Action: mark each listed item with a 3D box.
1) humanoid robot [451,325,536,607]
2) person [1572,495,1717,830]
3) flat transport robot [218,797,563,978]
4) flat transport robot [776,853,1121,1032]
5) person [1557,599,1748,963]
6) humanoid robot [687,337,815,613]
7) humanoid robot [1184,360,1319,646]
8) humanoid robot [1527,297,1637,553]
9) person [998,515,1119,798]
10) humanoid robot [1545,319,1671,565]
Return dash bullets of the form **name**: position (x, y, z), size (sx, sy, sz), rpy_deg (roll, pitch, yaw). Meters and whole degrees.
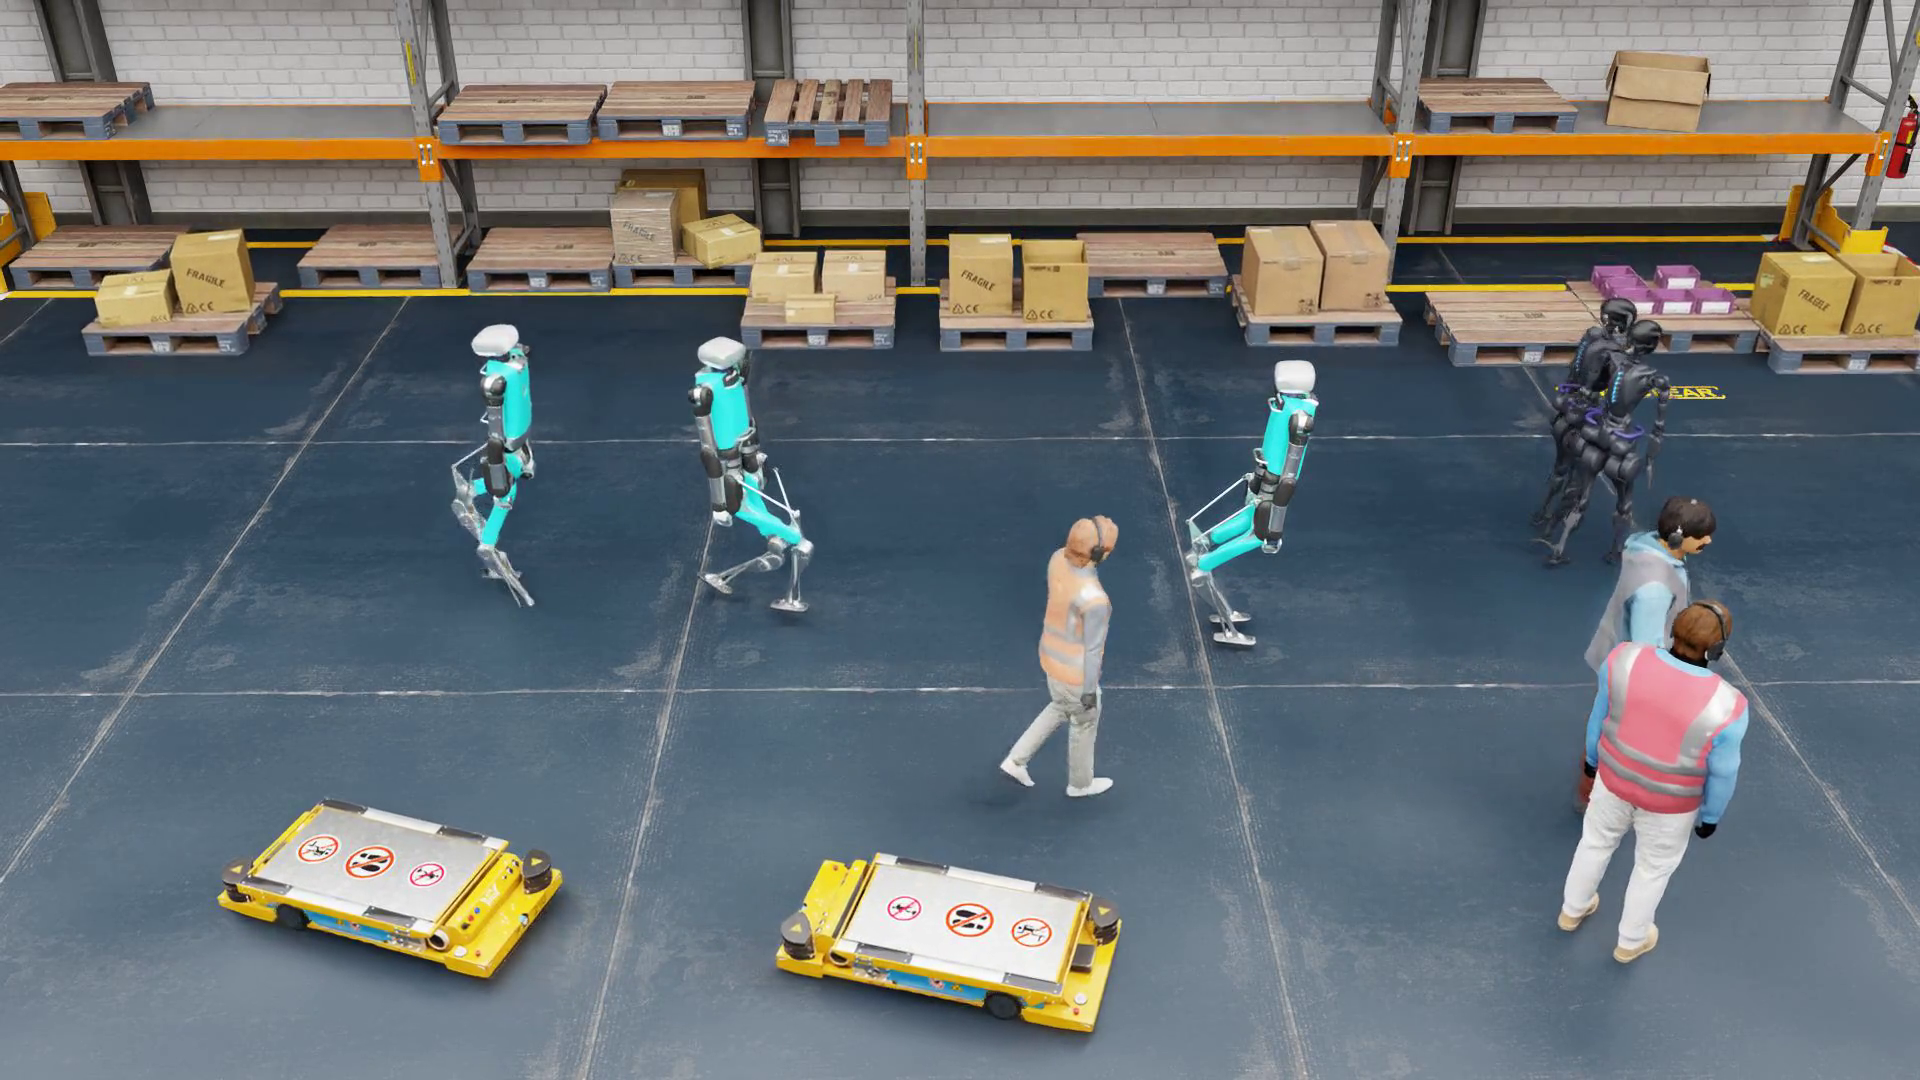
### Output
- **humanoid robot**: position (-2.796, -0.402, 9.698), size (0.753, 1.820, 0.545), rpy_deg (4, 31, 6)
- **person**: position (3.228, 0.605, 7.854), size (0.518, 1.858, 0.559), rpy_deg (16, 34, 24)
- **flat transport robot**: position (-2.657, 1.597, 7.753), size (1.431, 0.231, 0.659), rpy_deg (10, 32, 16)
- **flat transport robot**: position (-0.039, 1.774, 7.458), size (1.431, 0.231, 0.659), rpy_deg (8, 32, 13)
- **person**: position (2.980, 1.045, 7.158), size (0.638, 1.831, 0.430), rpy_deg (26, 40, 36)
- **humanoid robot**: position (-1.128, -0.296, 9.478), size (1.003, 1.739, 0.540), rpy_deg (11, 33, 18)
- **humanoid robot**: position (1.534, -0.196, 9.215), size (0.747, 1.690, 0.530), rpy_deg (0, 31, -1)
- **humanoid robot**: position (3.832, -0.745, 10.296), size (0.377, 1.639, 0.613), rpy_deg (-2, 31, -4)
- **person**: position (0.498, 0.610, 8.082), size (0.497, 1.616, 0.538), rpy_deg (-14, 34, -22)
- **humanoid robot**: position (3.923, -0.573, 10.028), size (0.598, 1.654, 0.607), rpy_deg (-22, 37, -32)
